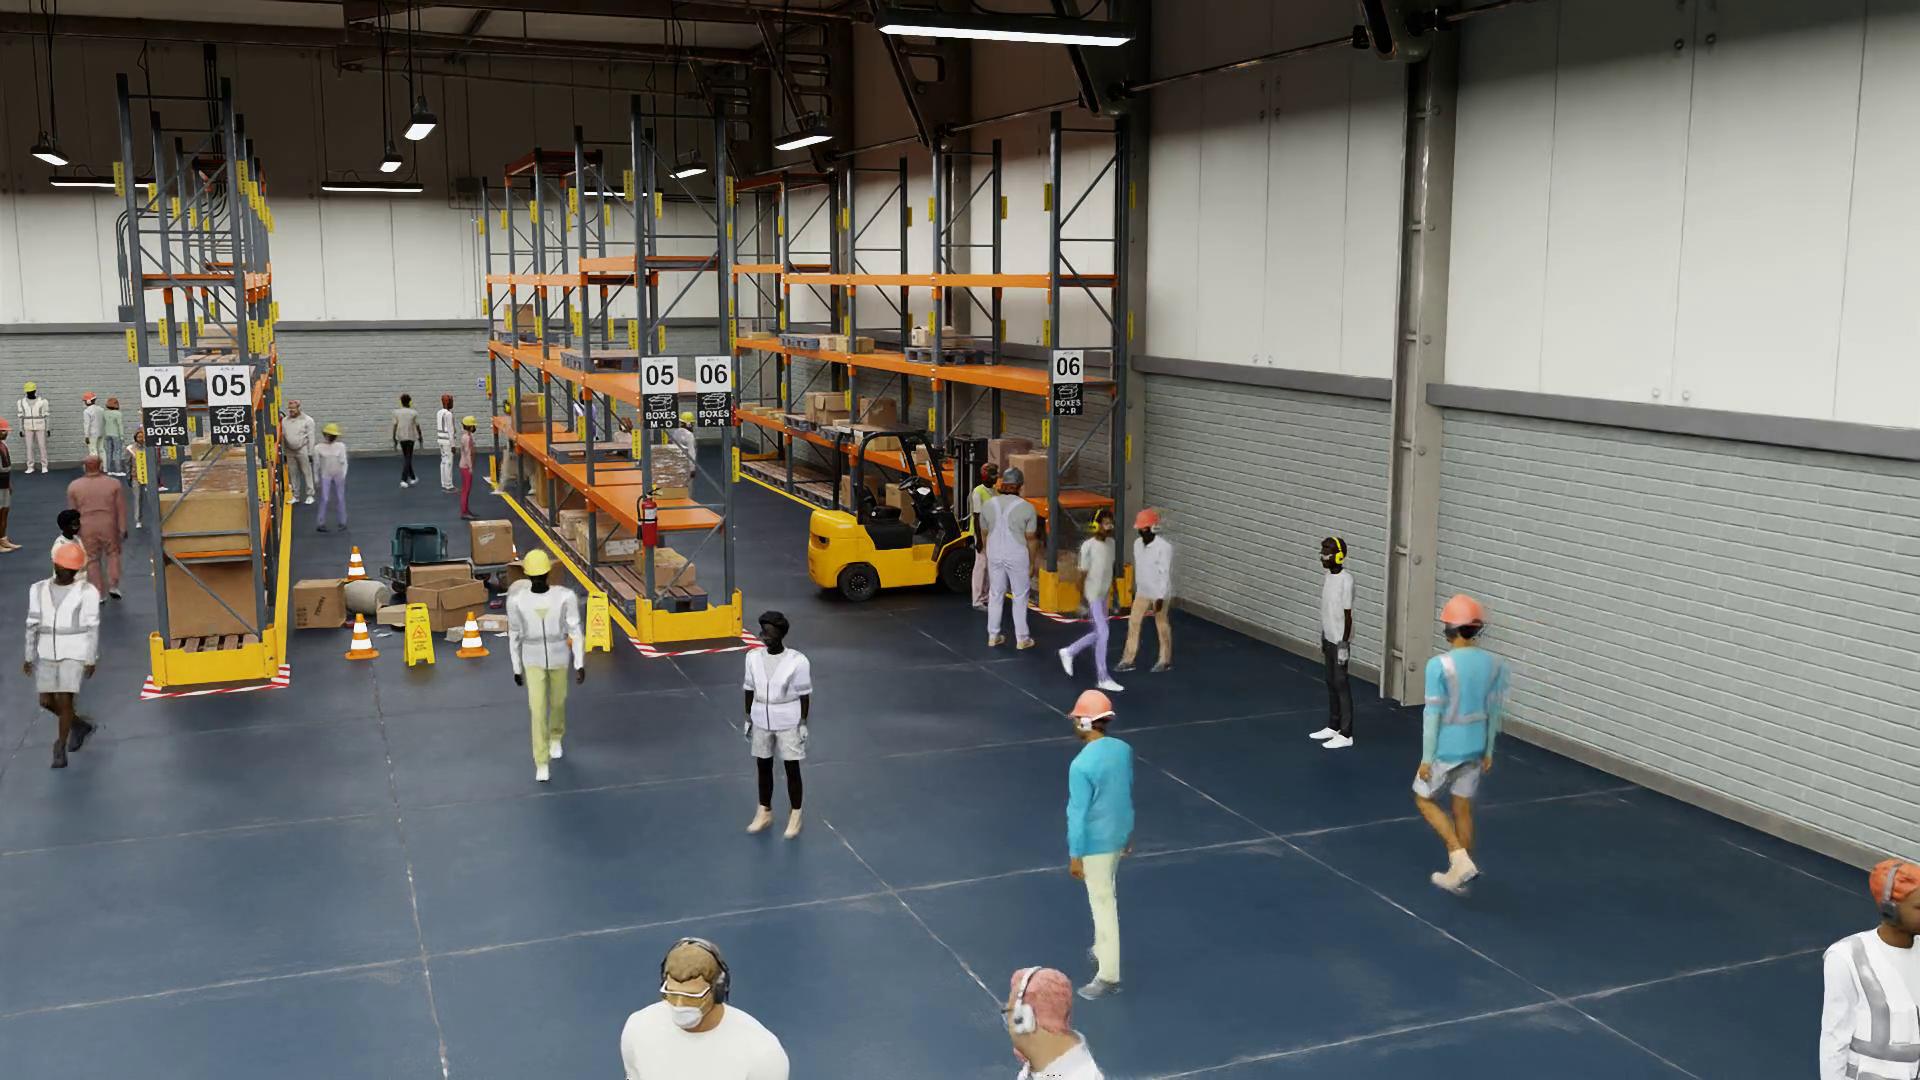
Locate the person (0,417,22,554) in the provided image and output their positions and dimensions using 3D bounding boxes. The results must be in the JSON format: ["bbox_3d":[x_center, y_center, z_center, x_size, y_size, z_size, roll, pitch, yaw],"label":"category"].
[{"bbox_3d":[-14.296,-0.816,24.812,0.410,2.035,0.607,-1,9,-6],"label":"person"}]

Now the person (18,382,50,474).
[{"bbox_3d":[-19.362,-2.347,34.785,0.593,1.922,0.384,-3,9,-17],"label":"person"}]

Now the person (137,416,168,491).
[{"bbox_3d":[-15.499,-1.741,31.883,0.502,1.633,0.280,1,9,5],"label":"person"}]

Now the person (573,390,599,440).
[{"bbox_3d":[-7.539,-2.100,33.481,0.429,1.847,0.627,8,12,41],"label":"person"}]

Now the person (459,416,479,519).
[{"bbox_3d":[-8.350,-1.235,28.320,0.354,1.759,0.523,-2,9,-15],"label":"person"}]

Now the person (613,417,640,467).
[{"bbox_3d":[-5.941,-1.383,29.628,0.497,1.633,0.283,1,9,8],"label":"person"}]

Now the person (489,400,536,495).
[{"bbox_3d":[-8.382,-1.732,31.289,1.000,1.819,0.532,2,9,14],"label":"person"}]

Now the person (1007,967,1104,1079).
[{"bbox_3d":[0.337,2.356,5.401,0.409,1.861,0.845,-2,9,-12],"label":"person"}]

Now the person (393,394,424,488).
[{"bbox_3d":[-10.838,-1.950,32.637,0.535,1.825,0.989,0,9,3],"label":"person"}]

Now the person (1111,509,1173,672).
[{"bbox_3d":[1.919,0.543,17.208,0.769,1.717,0.581,-8,12,-39],"label":"person"}]

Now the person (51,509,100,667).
[{"bbox_3d":[-9.381,0.508,17.565,0.324,1.685,0.540,-1,9,-8],"label":"person"}]

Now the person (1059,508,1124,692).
[{"bbox_3d":[1.327,0.571,16.669,0.731,1.846,0.533,7,11,37],"label":"person"}]

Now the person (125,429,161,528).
[{"bbox_3d":[-13.389,-1.006,27.273,0.518,1.631,0.316,-5,11,-31],"label":"person"}]

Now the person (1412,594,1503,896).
[{"bbox_3d":[3.296,1.372,11.024,0.633,2.030,0.470,-4,10,-26],"label":"person"}]

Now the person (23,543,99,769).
[{"bbox_3d":[-7.593,0.957,14.097,0.610,1.894,0.601,-1,9,-5],"label":"person"}]

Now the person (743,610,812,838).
[{"bbox_3d":[-1.351,1.347,12.244,0.540,1.695,0.317,3,10,19],"label":"person"}]

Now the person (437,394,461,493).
[{"bbox_3d":[-9.771,-1.834,31.718,0.359,1.878,0.575,-7,11,-36],"label":"person"}]

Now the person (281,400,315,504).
[{"bbox_3d":[-11.978,-1.586,30.090,0.636,1.899,0.401,2,9,10],"label":"person"}]

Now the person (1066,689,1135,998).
[{"bbox_3d":[0.800,1.746,9.686,0.456,1.728,0.660,6,11,35],"label":"person"}]

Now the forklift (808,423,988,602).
[{"bbox_3d":[-0.830,-0.399,21.676,2.313,2.155,1.214,-4,10,-21],"label":"forklift"}]

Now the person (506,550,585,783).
[{"bbox_3d":[-3.465,0.990,13.914,0.604,1.889,0.951,-3,9,-16],"label":"person"}]

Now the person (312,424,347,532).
[{"bbox_3d":[-10.178,-1.008,26.917,0.513,1.745,0.432,-7,12,-39],"label":"person"}]

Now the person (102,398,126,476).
[{"bbox_3d":[-17.462,-2.123,34.325,0.500,1.627,0.280,3,10,18],"label":"person"}]

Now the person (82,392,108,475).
[{"bbox_3d":[-17.899,-2.187,34.350,0.349,1.743,0.563,2,9,9],"label":"person"}]

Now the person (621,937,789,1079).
[{"bbox_3d":[-0.880,2.270,5.715,0.631,1.930,0.372,4,10,23],"label":"person"}]

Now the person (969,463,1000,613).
[{"bbox_3d":[0.313,-0.041,20.515,0.381,1.844,0.566,4,10,26],"label":"person"}]

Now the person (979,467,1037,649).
[{"bbox_3d":[0.586,0.183,18.494,0.677,2.000,0.535,5,10,28],"label":"person"}]

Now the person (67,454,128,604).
[{"bbox_3d":[-10.877,-0.146,21.011,0.671,1.891,0.508,-4,10,-23],"label":"person"}]

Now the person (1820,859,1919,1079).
[{"bbox_3d":[3.607,2.167,6.502,0.575,1.884,0.355,-3,10,-19],"label":"person"}]

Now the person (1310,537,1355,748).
[{"bbox_3d":[3.295,0.891,14.618,0.328,1.861,0.510,-2,9,-10],"label":"person"}]

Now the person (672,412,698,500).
[{"bbox_3d":[-4.671,-1.272,28.353,0.404,1.822,0.589,-8,12,-40],"label":"person"}]
